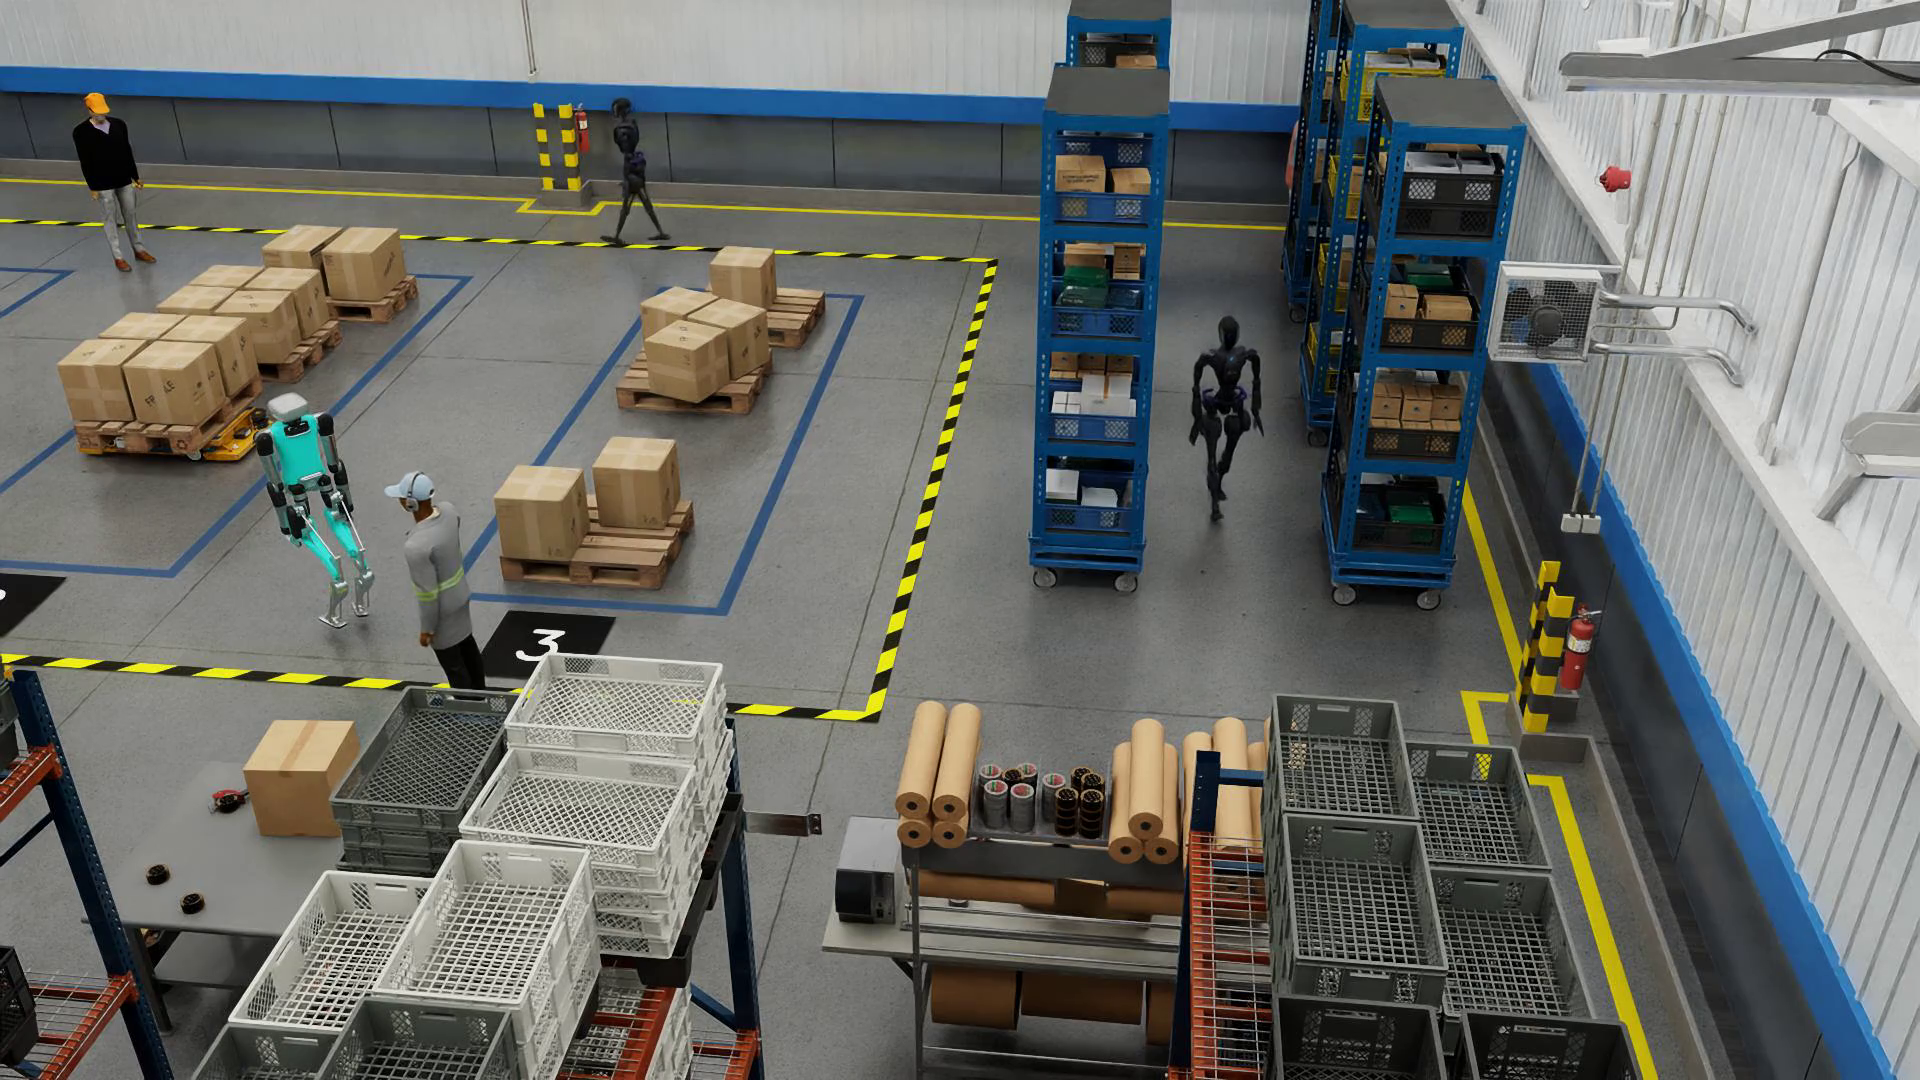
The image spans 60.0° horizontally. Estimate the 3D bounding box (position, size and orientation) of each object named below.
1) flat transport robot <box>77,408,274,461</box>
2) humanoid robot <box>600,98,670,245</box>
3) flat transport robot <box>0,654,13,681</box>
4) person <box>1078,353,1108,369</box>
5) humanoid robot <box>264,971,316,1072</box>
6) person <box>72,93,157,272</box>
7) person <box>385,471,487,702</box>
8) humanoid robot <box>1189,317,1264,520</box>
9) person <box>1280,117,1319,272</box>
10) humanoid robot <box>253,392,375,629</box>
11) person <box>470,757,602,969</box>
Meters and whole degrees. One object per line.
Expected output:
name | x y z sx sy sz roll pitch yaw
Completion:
flat transport robot | -6.728 -0.944 14.268 1.431 0.197 0.652 3 30 6
humanoid robot | -3.633 -4.046 18.254 0.760 1.621 0.585 -2 30 -4
flat transport robot | -7.142 0.969 11.010 1.431 0.231 0.659 3 30 6
person | 1.097 -1.129 12.954 0.373 1.940 0.630 -10 32 -17
humanoid robot | -2.728 2.453 7.067 0.557 1.636 0.602 -19 35 -29
person | -8.948 -3.795 17.594 0.382 1.878 0.584 19 35 30
person | -3.268 0.396 10.420 0.392 1.853 0.587 3 30 6
humanoid robot | 2.095 -0.951 12.938 0.597 1.631 0.731 -5 31 -8
person | 3.606 -3.773 17.482 0.369 1.958 0.595 5 31 8
humanoid robot | -4.310 -0.139 11.315 0.533 1.681 0.735 -25 38 -36
person | -2.133 1.718 8.215 0.652 1.785 0.986 22 37 33
